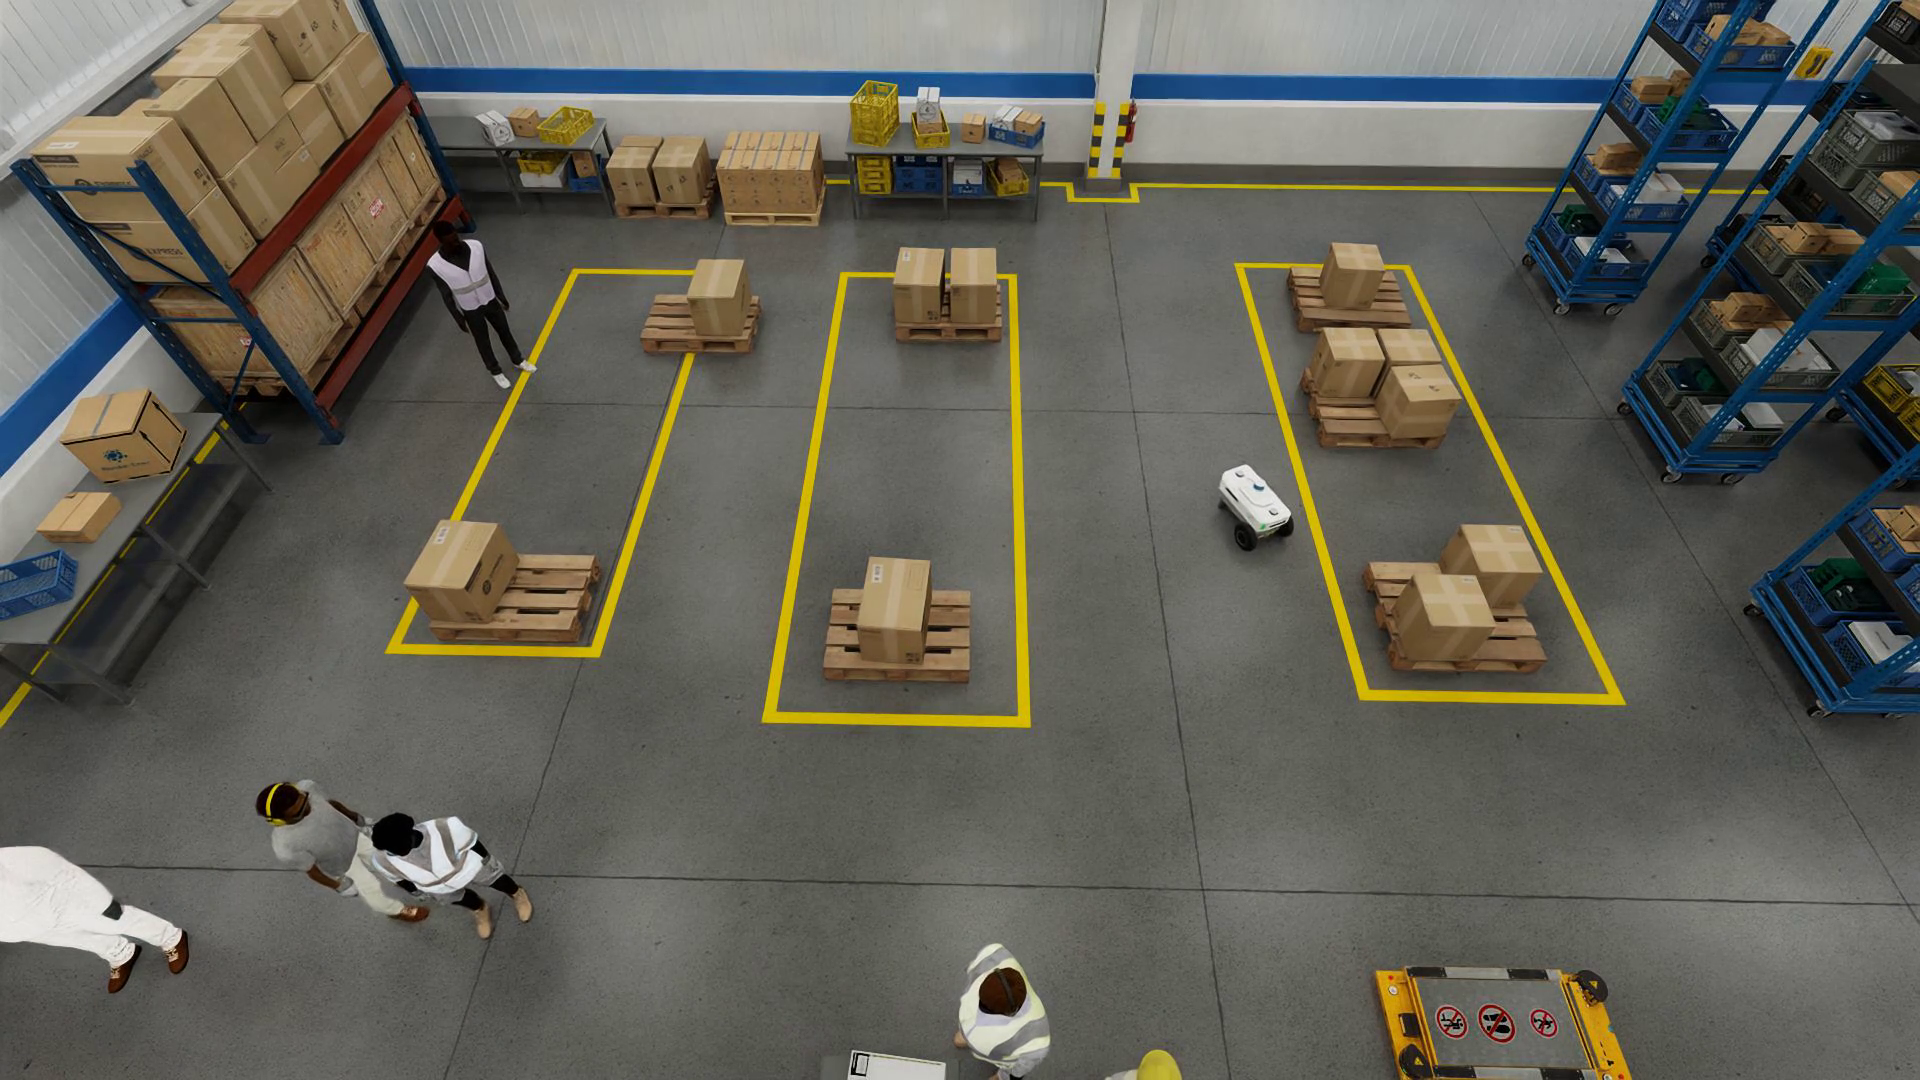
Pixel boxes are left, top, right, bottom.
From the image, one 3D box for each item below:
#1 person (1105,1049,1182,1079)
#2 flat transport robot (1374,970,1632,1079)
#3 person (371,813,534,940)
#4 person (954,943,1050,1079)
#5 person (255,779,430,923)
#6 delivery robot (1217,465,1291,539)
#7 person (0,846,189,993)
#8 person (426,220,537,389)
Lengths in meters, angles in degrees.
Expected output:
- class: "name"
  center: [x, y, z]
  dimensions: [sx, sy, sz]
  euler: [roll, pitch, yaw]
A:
- class: "person"
  center: [0.955, 3.114, 4.939]
  dimensions: [0.599, 1.824, 0.403]
  euler: [16, 53, 13]
- class: "flat transport robot"
  center: [3.501, 3.133, 5.914]
  dimensions: [1.431, 0.197, 0.652]
  euler: [1, 51, 1]
- class: "person"
  center: [-3.242, 2.116, 5.836]
  dimensions: [0.539, 1.686, 0.321]
  euler: [-23, 54, -18]
- class: "person"
  center: [0.209, 2.765, 5.208]
  dimensions: [0.429, 1.844, 0.627]
  euler: [-25, 55, -19]
- class: "person"
  center: [-3.897, 1.985, 5.838]
  dimensions: [0.332, 1.858, 0.520]
  euler: [-7, 51, -6]
- class: "delivery robot"
  center: [2.732, -0.372, 8.531]
  dimensions: [0.477, 0.478, 0.707]
  euler: [-20, 54, -15]
- class: "person"
  center: [-5.511, 2.285, 5.557]
  dimensions: [0.636, 1.911, 0.405]
  euler: [-13, 52, -10]
- class: "person"
  center: [-4.943, -2.420, 9.391]
  dimensions: [0.376, 1.910, 0.589]
  euler: [32, 58, 24]
